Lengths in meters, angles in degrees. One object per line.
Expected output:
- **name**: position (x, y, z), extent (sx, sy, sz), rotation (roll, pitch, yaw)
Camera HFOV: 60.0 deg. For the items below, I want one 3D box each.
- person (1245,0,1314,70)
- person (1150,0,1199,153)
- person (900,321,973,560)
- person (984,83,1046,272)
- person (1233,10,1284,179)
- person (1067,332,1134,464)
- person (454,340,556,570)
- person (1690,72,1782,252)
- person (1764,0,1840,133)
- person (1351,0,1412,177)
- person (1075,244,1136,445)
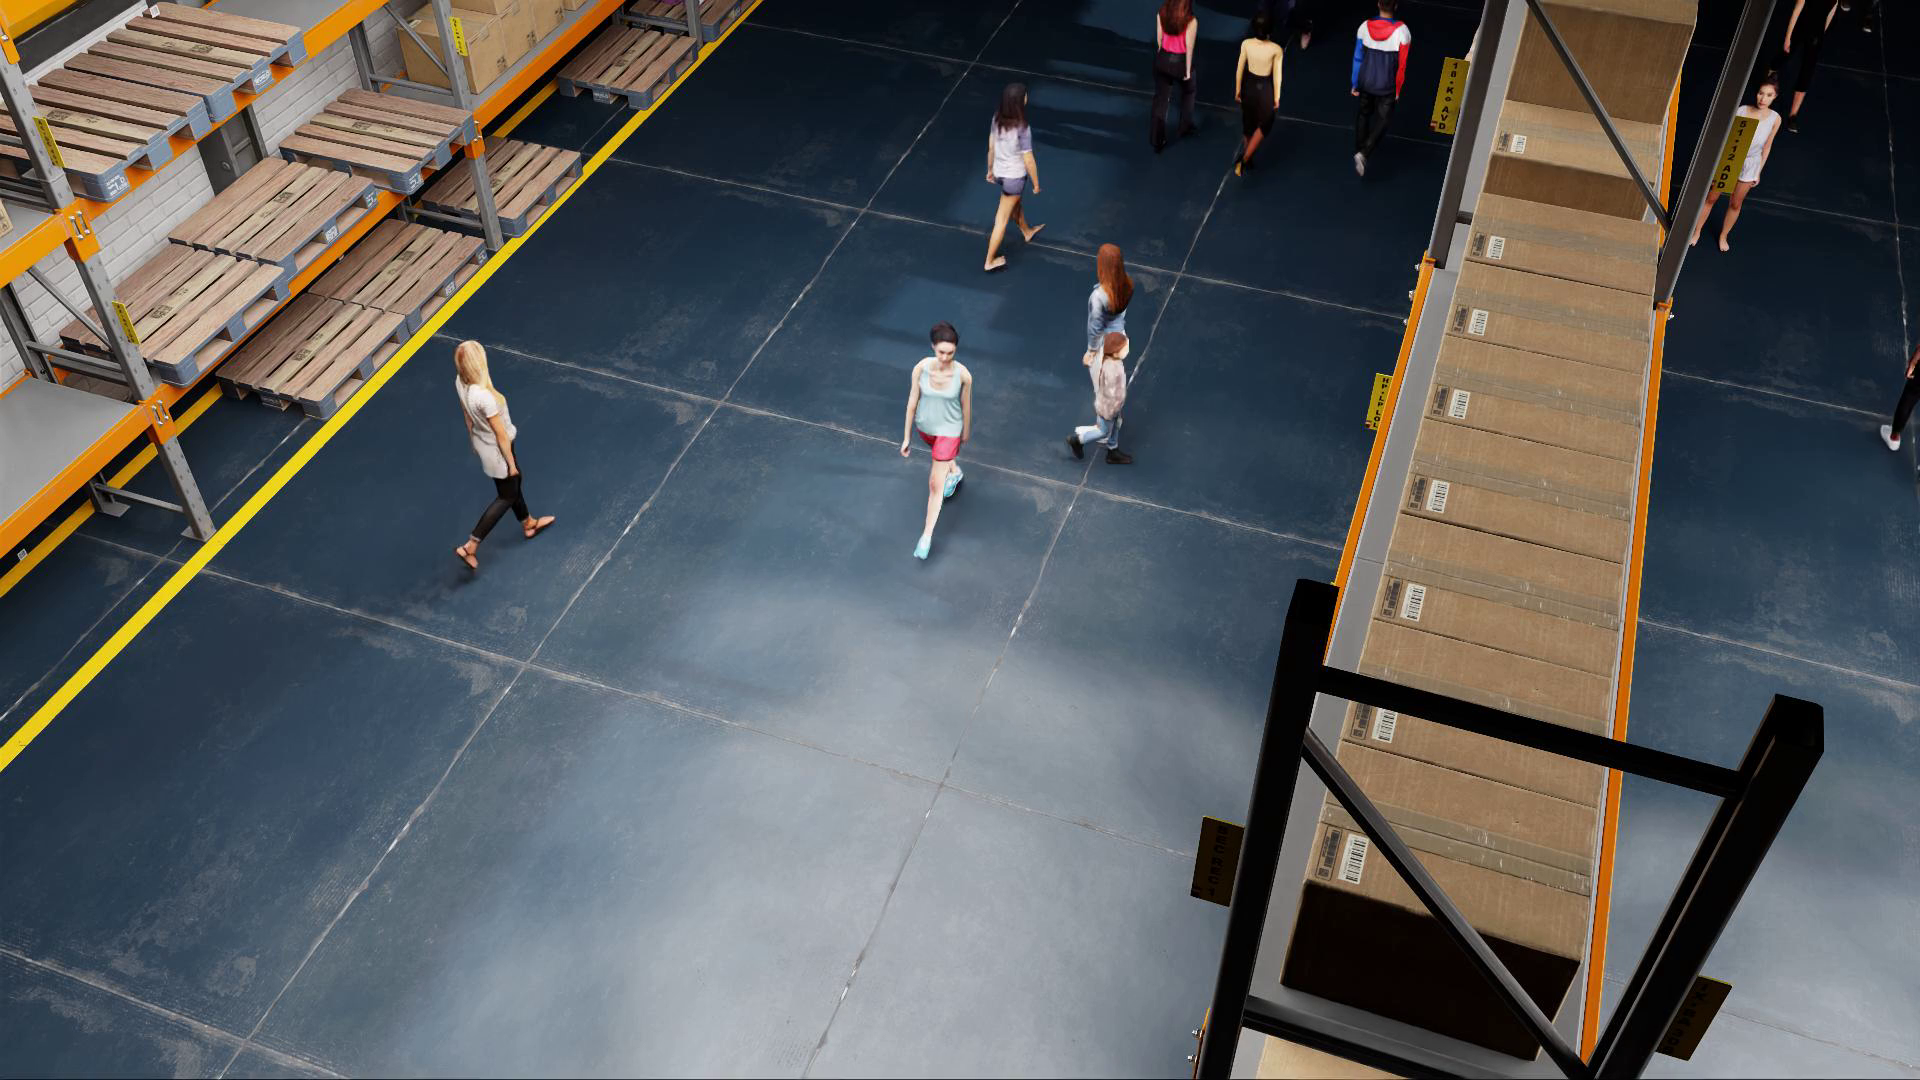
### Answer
- **person**: position (3.297, -5.666, 16.773), extent (1.203, 1.827, 1.032), rotation (-34, 53, -30)
- **person**: position (1.968, -4.393, 15.574), extent (0.674, 1.640, 0.870), rotation (21, 47, 20)
- **person**: position (-0.128, -0.817, 11.774), extent (0.605, 1.702, 1.240), rotation (13, 45, 13)
- **person**: position (0.360, -3.035, 14.105), extent (1.108, 1.698, 0.900), rotation (-32, 52, -29)
- **person**: position (2.690, -4.019, 15.178), extent (0.668, 1.642, 0.843), rotation (23, 48, 22)
- **person**: position (1.071, -1.038, 12.384), extent (0.604, 1.182, 0.693), rotation (10, 44, 10)
- **person**: position (-3.272, -0.566, 11.436), extent (0.881, 1.805, 1.140), rotation (33, 53, 30)
- **person**: position (6.750, -3.264, 14.417), extent (0.556, 1.601, 0.539), rotation (15, 46, 15)
- **person**: position (8.140, -4.919, 16.096), extent (0.716, 1.681, 1.214), rotation (7, 44, 7)
- **person**: position (3.812, -4.166, 15.261), extent (0.730, 1.742, 1.005), rotation (20, 47, 20)
- **person**: position (1.111, -1.467, 12.459), extent (0.729, 1.700, 0.547), rotation (27, 50, 25)
